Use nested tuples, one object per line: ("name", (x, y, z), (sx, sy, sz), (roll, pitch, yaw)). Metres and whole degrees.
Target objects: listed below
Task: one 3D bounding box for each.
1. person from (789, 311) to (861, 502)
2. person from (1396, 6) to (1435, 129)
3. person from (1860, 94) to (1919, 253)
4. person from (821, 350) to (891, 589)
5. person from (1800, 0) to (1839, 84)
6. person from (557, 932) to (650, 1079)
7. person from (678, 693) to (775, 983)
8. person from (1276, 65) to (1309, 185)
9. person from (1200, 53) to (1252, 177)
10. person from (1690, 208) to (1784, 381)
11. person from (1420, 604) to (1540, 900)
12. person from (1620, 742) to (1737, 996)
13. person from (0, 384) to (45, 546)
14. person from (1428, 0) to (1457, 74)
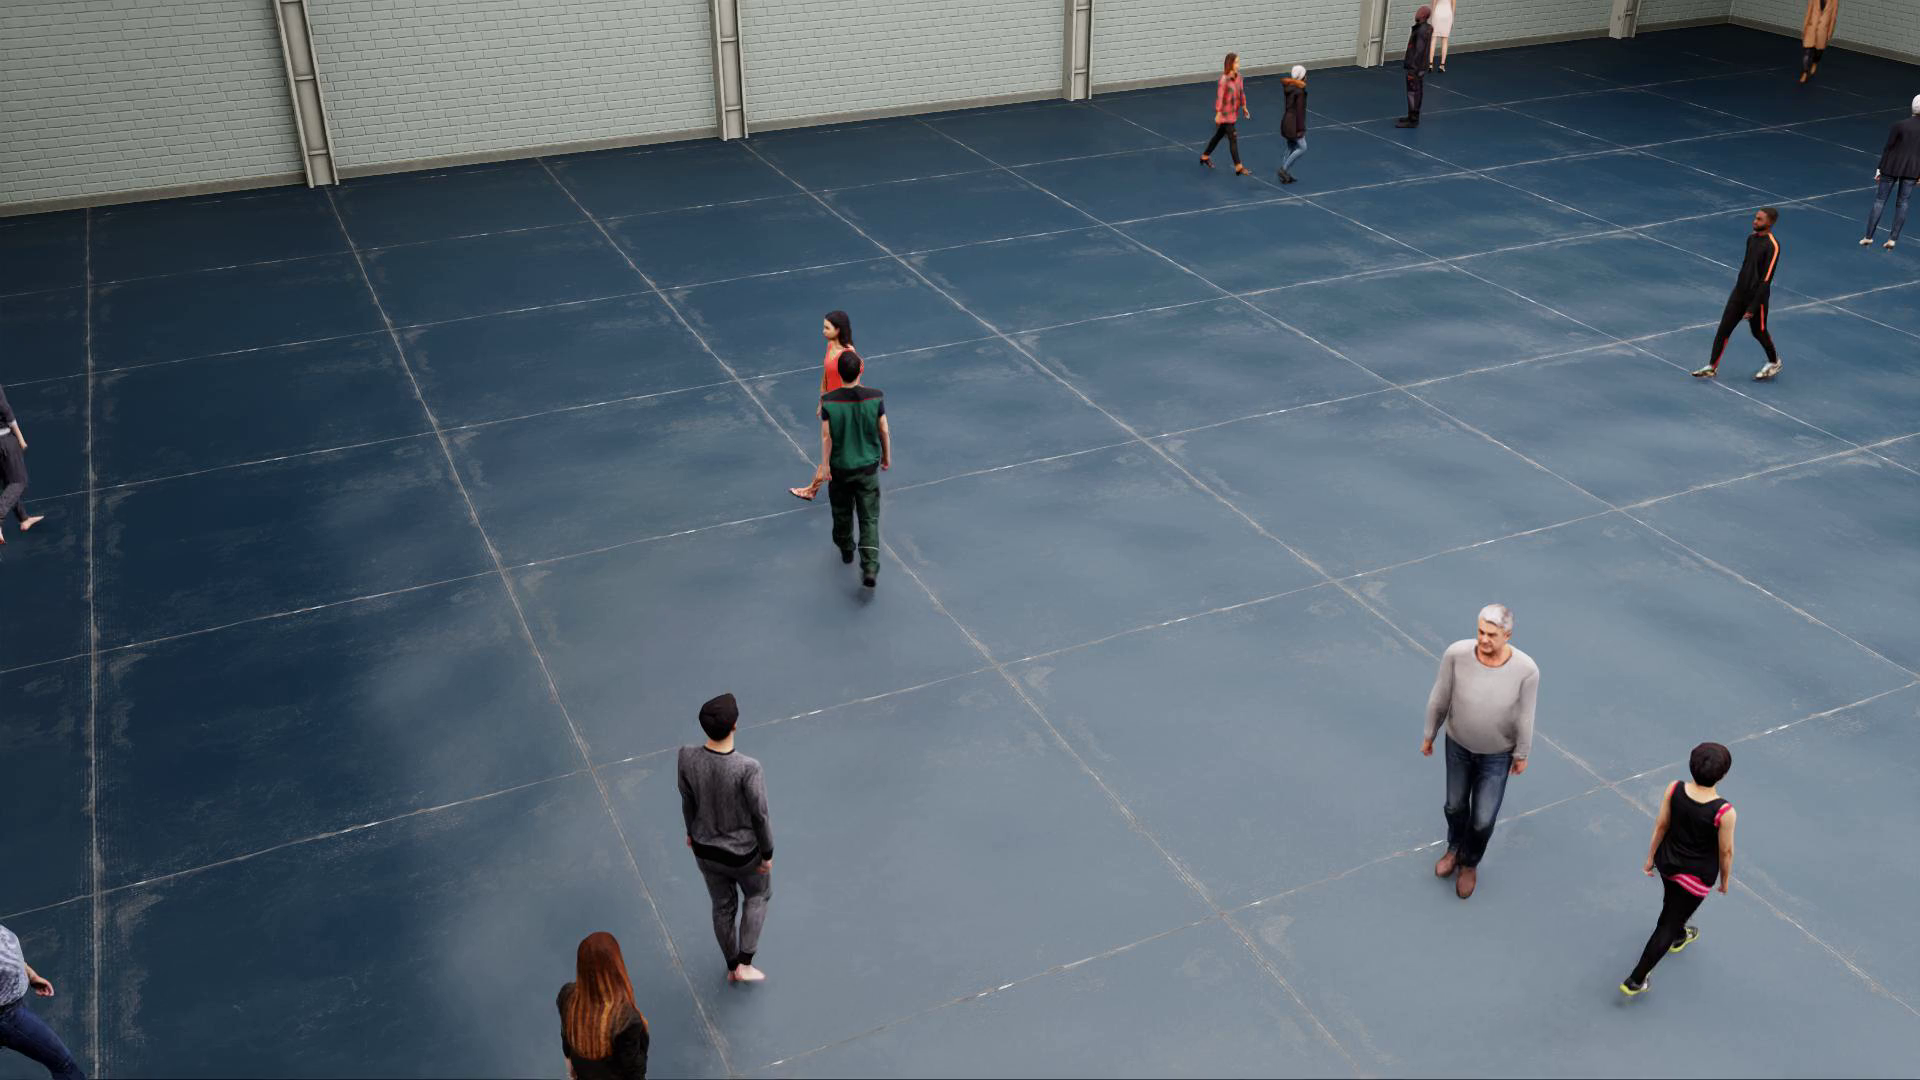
("person", (-0.927, -1.150, 14.292), (1.130, 1.668, 0.656), (-15, 32, -27))
("person", (7.084, -7.323, 25.717), (0.846, 1.826, 0.778), (11, 30, 19))
("person", (10.450, -4.113, 18.533), (0.822, 1.781, 0.788), (10, 30, 19))
("person", (-0.809, -0.523, 12.901), (1.212, 1.869, 0.976), (-4, 28, -7))
("person", (14.705, -8.748, 28.519), (0.933, 1.707, 1.039), (15, 31, 26))
("person", (-1.614, 2.517, 7.383), (0.979, 1.690, 1.086), (13, 31, 23))
("person", (-1.268, 1.665, 8.834), (0.798, 1.831, 0.877), (6, 29, 12))
("person", (4.527, -5.686, 22.857), (0.687, 1.625, 0.686), (-6, 29, -12))
("person", (3.689, -5.972, 23.356), (0.996, 1.660, 1.138), (22, 35, 35))
("person", (7.968, -2.410, 16.549), (1.197, 1.771, 0.765), (-7, 29, -13))
("person", (3.060, 1.160, 9.719), (0.879, 1.891, 0.887), (18, 33, 31))
("person", (3.854, 1.793, 8.931), (1.083, 1.514, 0.689), (-20, 34, -32))
("person", (-7.865, -0.760, 13.482), (1.000, 1.743, 0.971), (3, 28, 6))
("person", (8.425, -9.116, 29.080), (0.636, 1.829, 0.685), (11, 30, 20))
